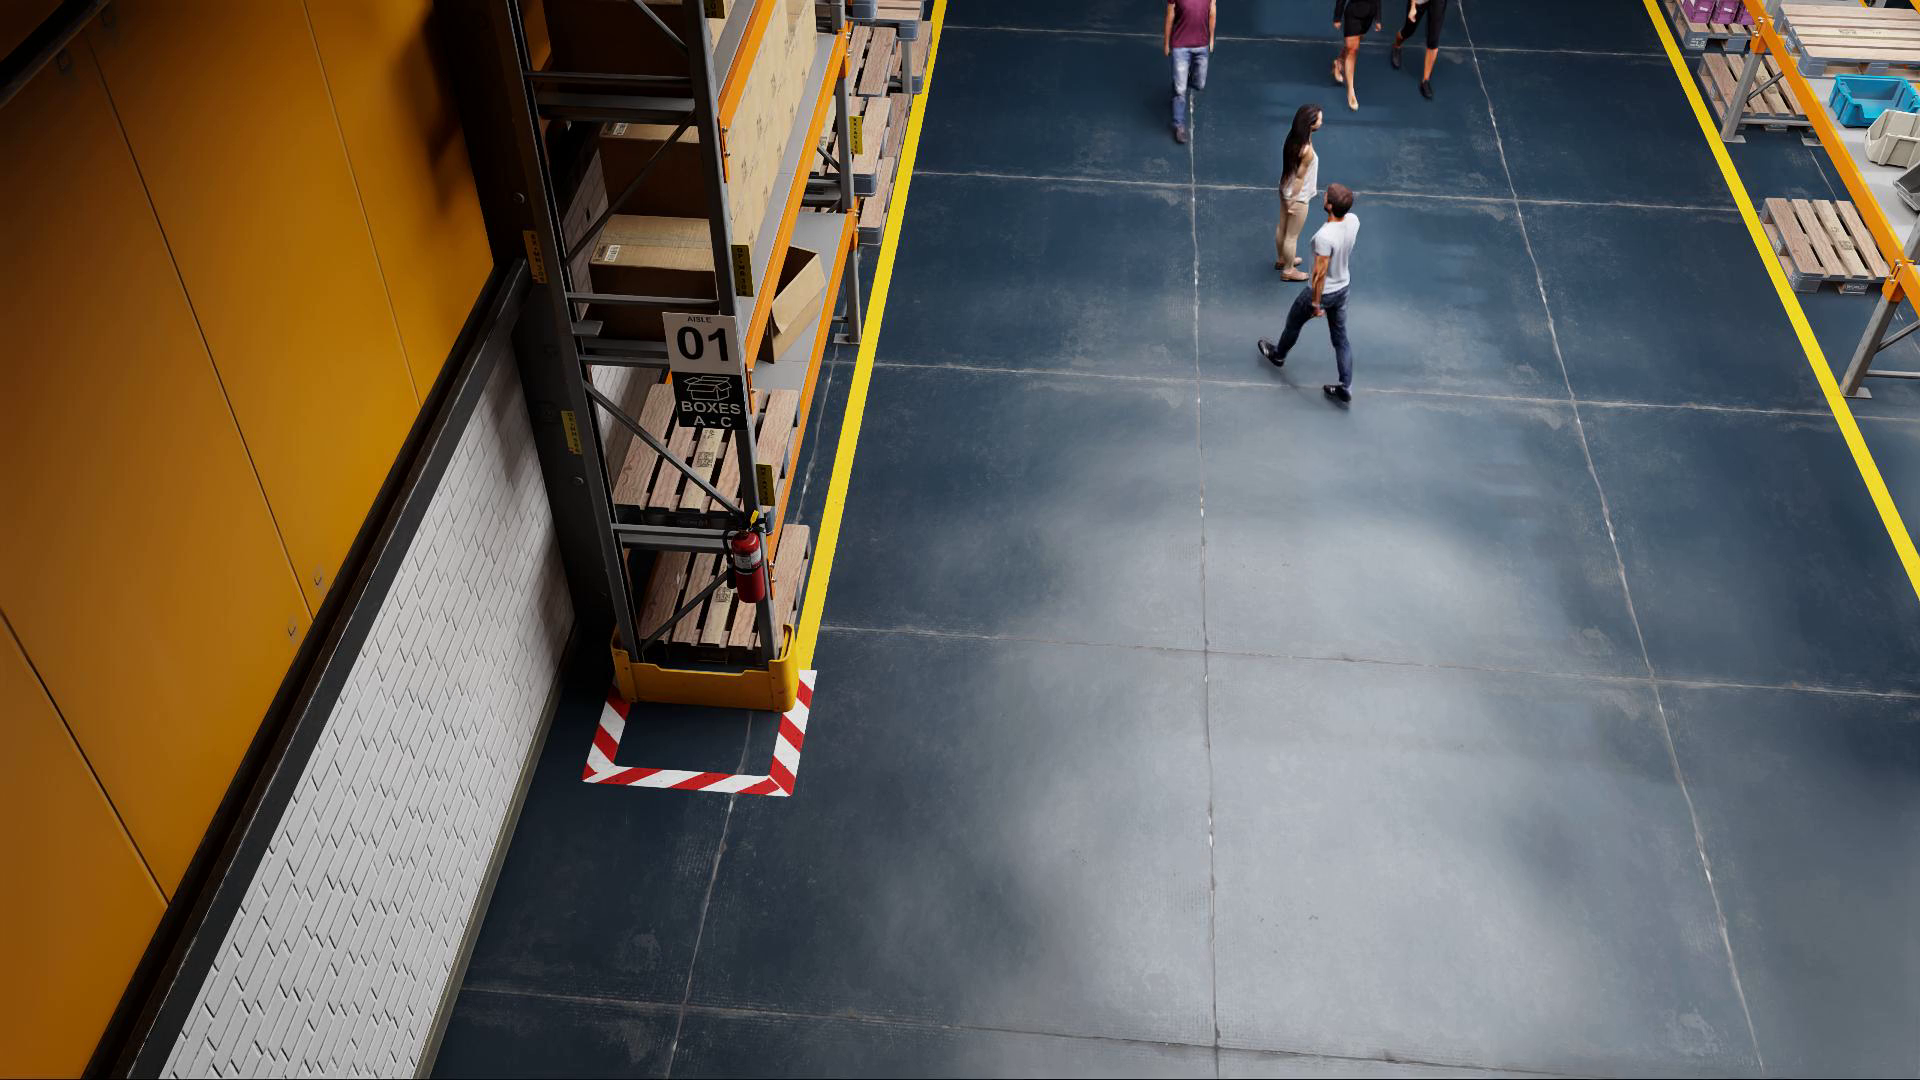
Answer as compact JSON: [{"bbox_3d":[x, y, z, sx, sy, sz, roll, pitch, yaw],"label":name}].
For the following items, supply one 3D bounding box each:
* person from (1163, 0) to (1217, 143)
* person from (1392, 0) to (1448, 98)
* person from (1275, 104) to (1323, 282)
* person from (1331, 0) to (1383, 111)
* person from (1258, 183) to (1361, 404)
[{"bbox_3d":[2.170,-4.792,15.906,0.843,1.833,1.079,-8,44,-8],"label":"person"},{"bbox_3d":[4.635,-5.401,16.633,0.750,1.712,1.184,-3,44,-3],"label":"person"},{"bbox_3d":[2.830,-2.944,14.097,0.673,1.652,0.607,-27,50,-25],"label":"person"},{"bbox_3d":[3.898,-5.152,16.457,0.805,1.593,1.073,-10,45,-11],"label":"person"},{"bbox_3d":[2.908,-1.873,12.855,1.119,1.815,1.241,-27,50,-25],"label":"person"}]
